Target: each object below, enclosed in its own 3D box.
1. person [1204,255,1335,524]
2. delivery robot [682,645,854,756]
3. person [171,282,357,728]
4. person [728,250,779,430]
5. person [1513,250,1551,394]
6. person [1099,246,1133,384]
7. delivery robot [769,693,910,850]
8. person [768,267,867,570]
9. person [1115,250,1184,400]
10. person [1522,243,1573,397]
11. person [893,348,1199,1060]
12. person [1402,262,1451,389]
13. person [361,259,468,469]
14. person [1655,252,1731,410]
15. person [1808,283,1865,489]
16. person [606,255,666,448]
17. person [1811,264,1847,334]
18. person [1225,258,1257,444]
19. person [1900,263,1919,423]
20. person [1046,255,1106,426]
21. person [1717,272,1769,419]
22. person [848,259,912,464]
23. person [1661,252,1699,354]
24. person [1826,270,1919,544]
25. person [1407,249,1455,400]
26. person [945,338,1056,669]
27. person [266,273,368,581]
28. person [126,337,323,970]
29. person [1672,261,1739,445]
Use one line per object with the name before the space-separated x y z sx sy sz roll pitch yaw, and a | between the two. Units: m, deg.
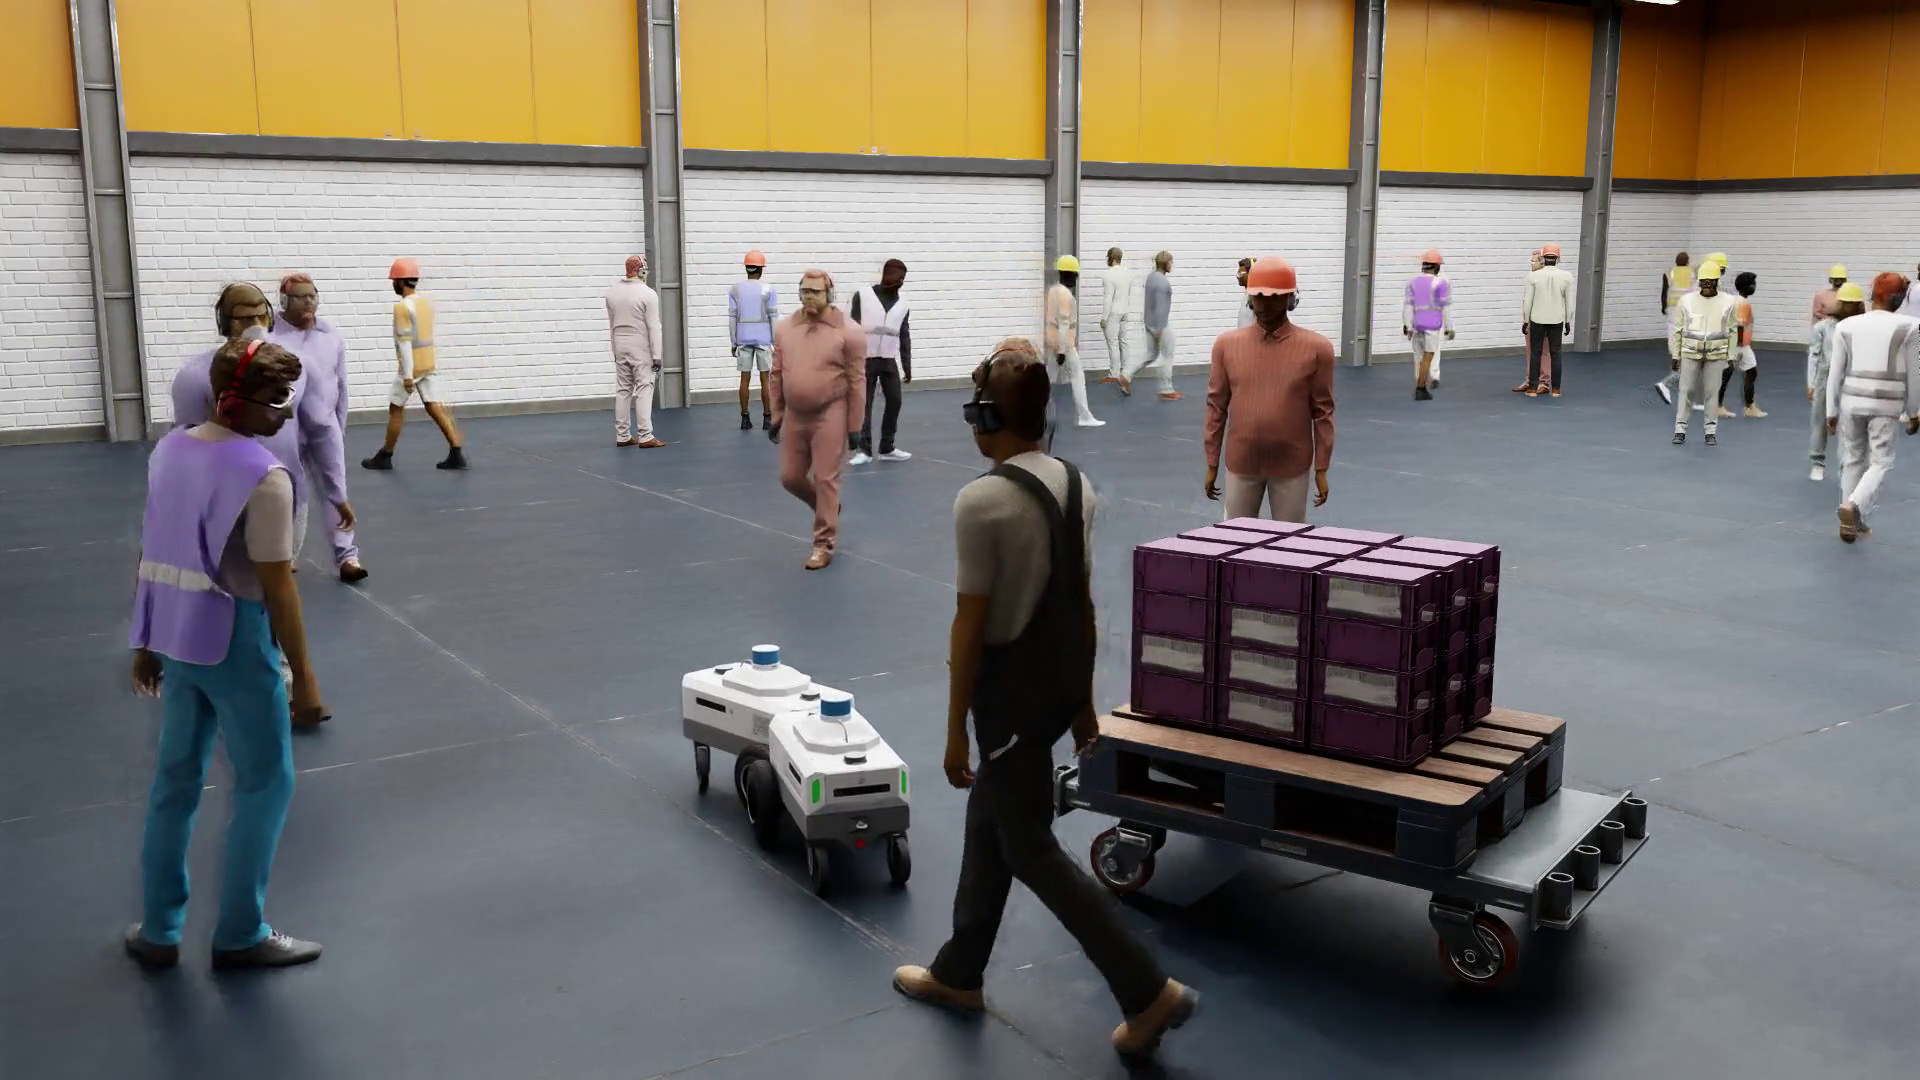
person | 1.476 -0.365 8.008 0.623 1.989 0.400 4 11 19
delivery robot | -0.723 0.635 6.211 0.477 0.478 0.707 -10 15 -44
person | -3.026 -0.169 7.236 1.021 1.885 0.647 9 14 40
person | -2.214 -2.159 17.990 0.550 1.935 0.376 2 10 9
person | 7.678 -2.892 22.110 0.401 1.904 0.640 -3 11 -14
person | 2.201 -3.170 23.529 0.352 1.937 0.635 8 13 39
delivery robot | -0.412 0.755 5.550 0.477 0.478 0.707 -3 11 -17
person | -0.892 -0.784 10.582 0.660 1.889 0.626 4 11 23
person | 2.437 -2.723 21.166 0.798 1.915 0.631 -2 11 -11
person | 7.657 -2.864 21.697 0.622 1.992 0.395 2 11 11
person | 0.213 0.422 4.229 0.879 1.812 0.530 7 13 34
person | 6.404 -2.968 22.811 0.659 1.790 0.954 2 11 11
person | -4.874 -1.550 14.810 0.970 1.887 0.560 3 11 16
person | 8.817 -2.496 19.945 0.685 1.897 0.613 1 10 7
person | 7.351 -1.292 13.917 0.491 1.694 0.918 4 11 21
person | -3.178 -1.854 16.432 0.646 1.903 0.401 6 12 31
person | 11.063 -2.622 21.073 0.529 1.734 0.816 3 11 14
person | 2.848 -1.834 16.396 0.336 1.873 0.521 -1 10 -6
person | 10.809 -2.232 18.661 0.634 1.839 0.429 -4 11 -22
person | 1.088 -2.167 18.166 0.955 1.891 0.585 -3 11 -14
person | 8.960 -2.200 18.910 0.689 1.670 0.553 2 11 11
person | -0.783 -1.629 15.311 0.692 1.866 0.375 -6 12 -28
person | 12.654 -4.148 29.220 0.634 1.822 0.714 4 11 19
person | 6.145 -0.888 11.247 0.770 1.866 0.576 -9 14 -40
person | 6.025 -2.735 21.206 0.589 1.917 0.553 -6 12 -31
person | 0.216 -0.138 7.827 0.695 1.607 0.508 10 14 43
person | -3.991 -0.677 10.093 0.639 1.857 1.002 -8 13 -39
person | -2.128 0.333 4.692 0.736 1.804 0.405 6 12 30
person | 7.441 -1.861 16.646 0.600 1.830 0.404 4 11 22
